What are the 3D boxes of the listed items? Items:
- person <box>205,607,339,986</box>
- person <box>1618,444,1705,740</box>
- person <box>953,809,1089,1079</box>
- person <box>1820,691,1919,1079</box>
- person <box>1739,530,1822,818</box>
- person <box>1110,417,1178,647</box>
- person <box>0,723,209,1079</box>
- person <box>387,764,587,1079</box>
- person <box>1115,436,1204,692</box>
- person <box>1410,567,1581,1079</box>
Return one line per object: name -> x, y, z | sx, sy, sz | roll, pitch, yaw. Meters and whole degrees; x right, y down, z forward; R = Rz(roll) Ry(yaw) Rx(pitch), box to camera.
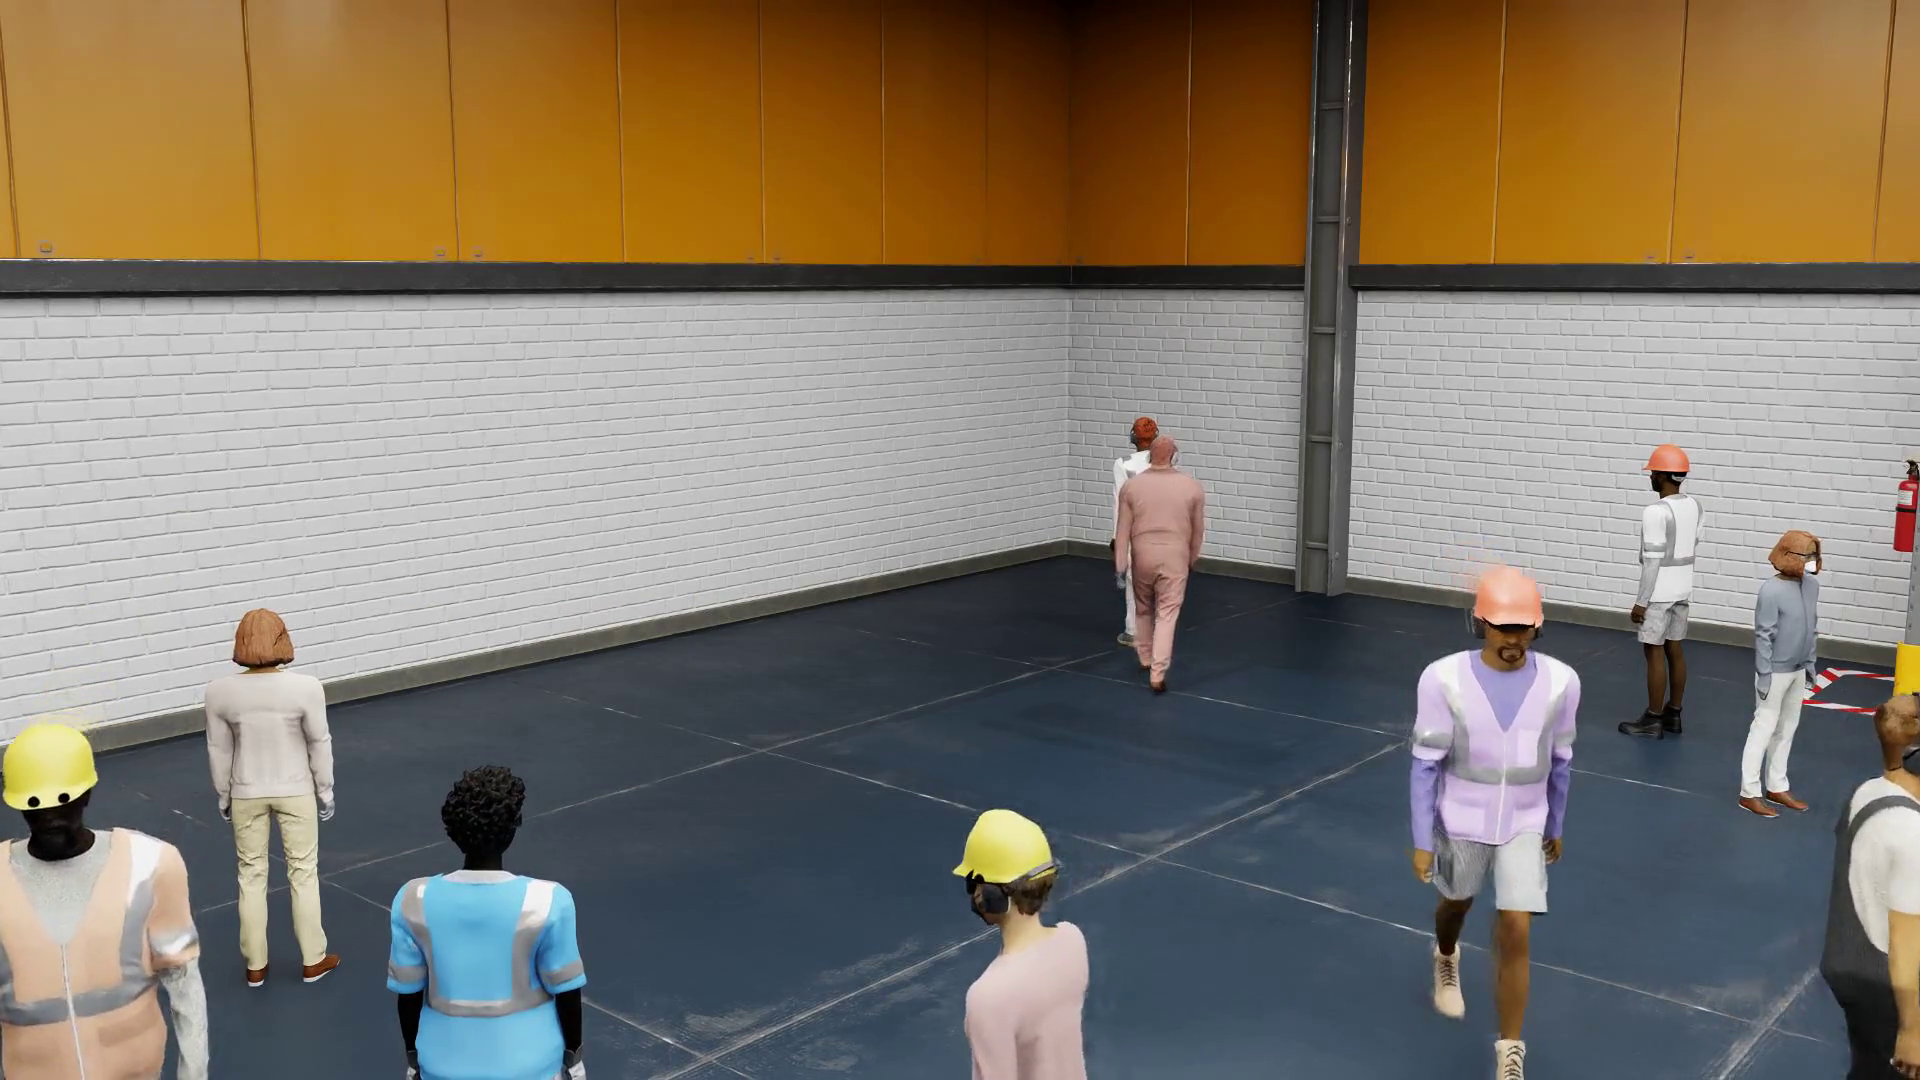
person -> -2.929, 1.095, 7.105 | 0.500, 1.636, 0.282 | -1, 9, -8
person -> 4.600, 0.338, 10.913 | 0.544, 1.939, 0.355 | -7, 11, -36
person -> 0.099, 1.518, 4.171 | 0.920, 1.720, 0.525 | 7, 11, 37
person -> 2.748, 1.345, 4.910 | 0.417, 1.836, 0.534 | 2, 9, 12
person -> 4.634, 0.744, 9.354 | 0.494, 1.624, 0.279 | -6, 11, -33
person -> 1.506, -0.065, 13.611 | 0.584, 1.882, 0.337 | -3, 9, -17
person -> -2.357, 1.394, 4.490 | 0.601, 1.880, 0.974 | -4, 10, -24
person -> -1.296, 1.459, 4.631 | 0.540, 1.695, 0.317 | 0, 9, 2
person -> 1.483, 0.160, 12.343 | 0.633, 1.845, 1.041 | 2, 9, 15
person -> 2.022, 1.041, 6.386 | 0.615, 1.981, 1.113 | 1, 9, 7
